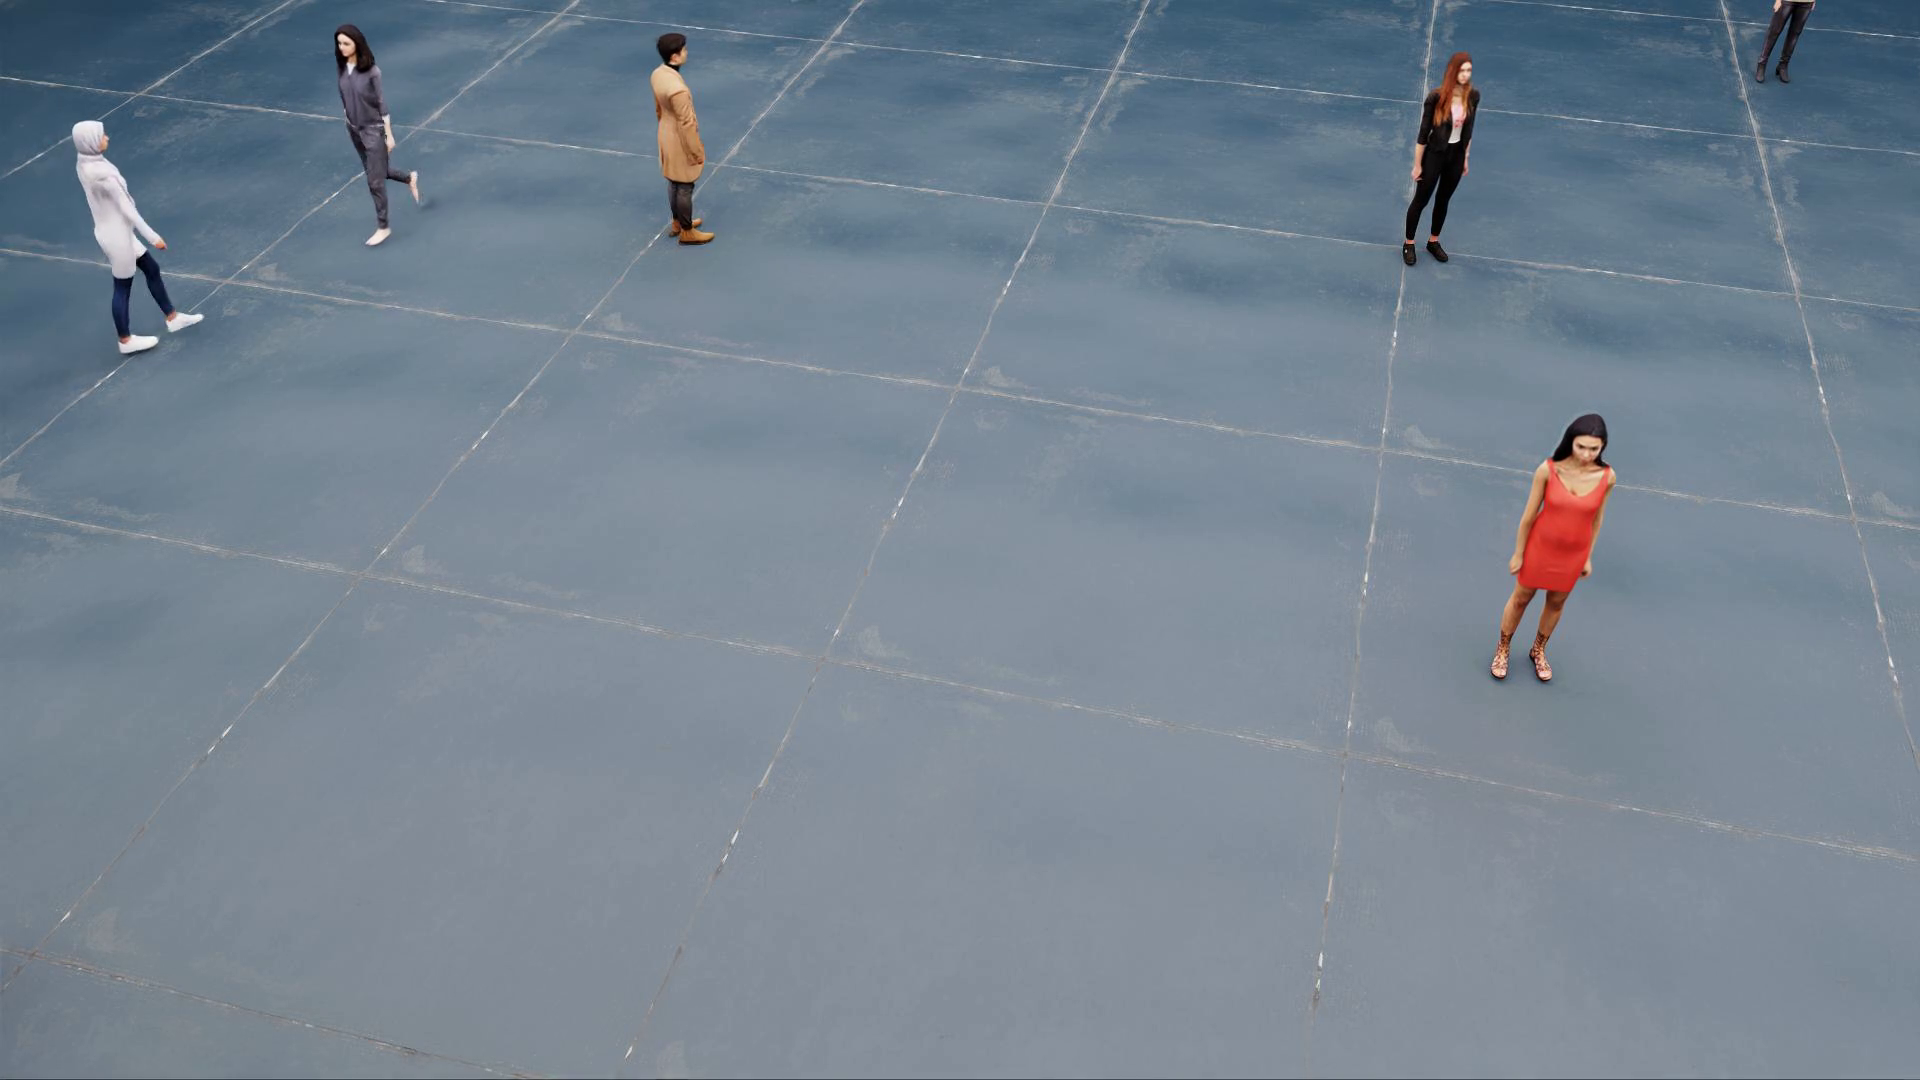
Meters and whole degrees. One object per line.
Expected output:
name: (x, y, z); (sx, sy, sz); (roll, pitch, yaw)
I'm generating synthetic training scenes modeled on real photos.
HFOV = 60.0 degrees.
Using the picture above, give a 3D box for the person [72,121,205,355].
person: (-6.068, -2.098, 11.816); (0.977, 1.753, 0.901); (-24, 44, -27)

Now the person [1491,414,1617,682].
person: (3.259, 0.048, 9.100); (0.613, 1.719, 0.553); (4, 38, 5)

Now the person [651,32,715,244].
person: (-2.266, -3.195, 13.238); (0.831, 1.728, 0.773); (-21, 43, -25)

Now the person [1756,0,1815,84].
person: (7.981, -5.171, 15.878); (0.634, 1.587, 0.556); (1, 38, 1)

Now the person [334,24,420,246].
person: (-4.678, -3.300, 13.364); (0.719, 1.738, 1.059); (16, 41, 20)

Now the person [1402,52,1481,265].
person: (3.766, -2.992, 12.993); (0.682, 1.710, 0.666); (-6, 38, -8)
